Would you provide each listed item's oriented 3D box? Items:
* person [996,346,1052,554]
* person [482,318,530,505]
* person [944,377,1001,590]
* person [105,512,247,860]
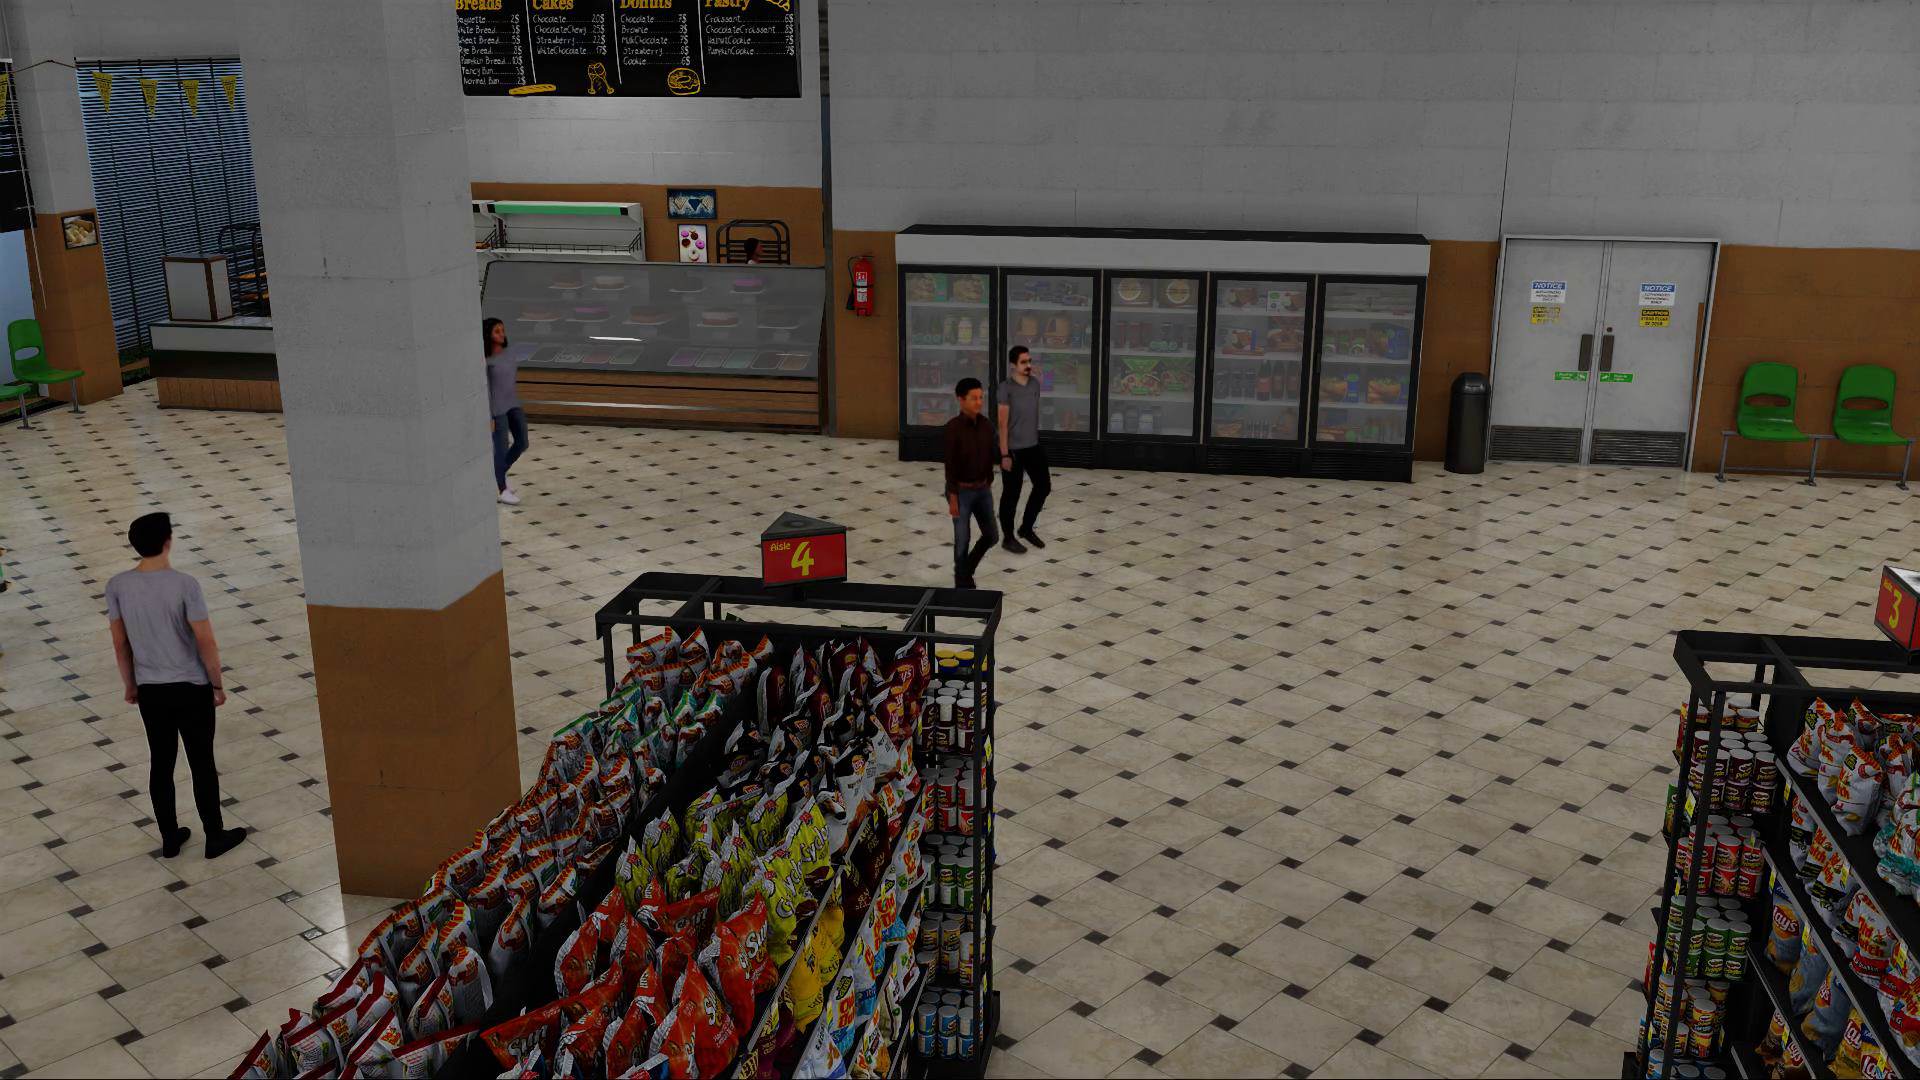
[{"bbox_3d":[0.448,-0.768,13.892,0.756,1.742,0.830,-14,22,-38],"label":"person"},{"bbox_3d":[-4.281,-1.184,15.293,0.778,1.723,0.690,9,19,27],"label":"person"},{"bbox_3d":[0.000,-0.364,12.513,0.789,1.769,0.855,-13,21,-36],"label":"person"},{"bbox_3d":[-4.098,0.762,8.643,0.701,1.863,0.585,0,17,2],"label":"person"}]
